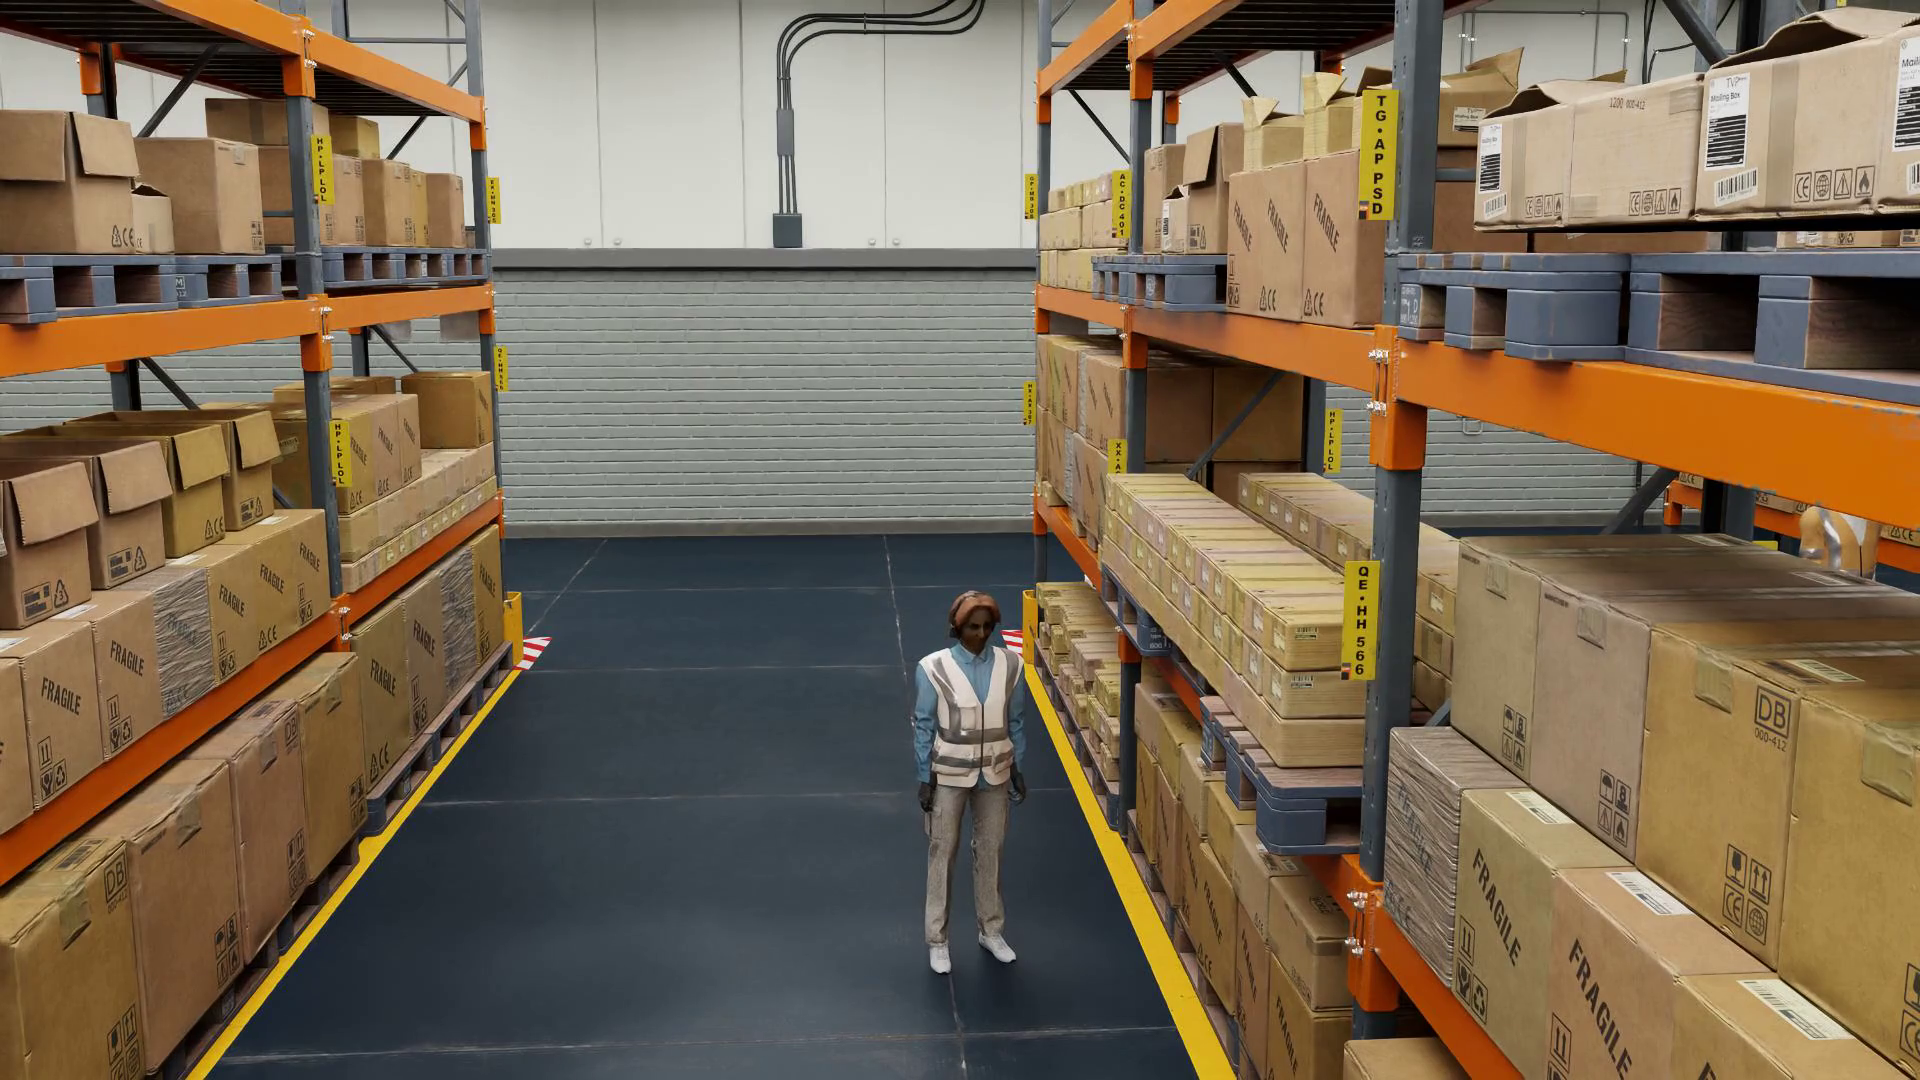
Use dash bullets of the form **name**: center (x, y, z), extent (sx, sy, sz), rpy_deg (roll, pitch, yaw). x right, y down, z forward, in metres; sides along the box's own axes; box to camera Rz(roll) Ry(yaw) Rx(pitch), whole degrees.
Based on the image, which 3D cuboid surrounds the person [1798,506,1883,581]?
- **person**: center (5.205, 0.410, 9.833), extent (0.543, 1.939, 0.360), rpy_deg (-3, 10, -16)

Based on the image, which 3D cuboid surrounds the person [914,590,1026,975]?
- **person**: center (0.043, 1.022, 7.114), extent (0.512, 1.637, 0.307), rpy_deg (-4, 10, -22)

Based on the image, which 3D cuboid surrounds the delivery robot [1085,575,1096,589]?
- **delivery robot**: center (1.358, 0.408, 13.636), extent (0.477, 0.478, 0.707), rpy_deg (-9, 13, -42)
